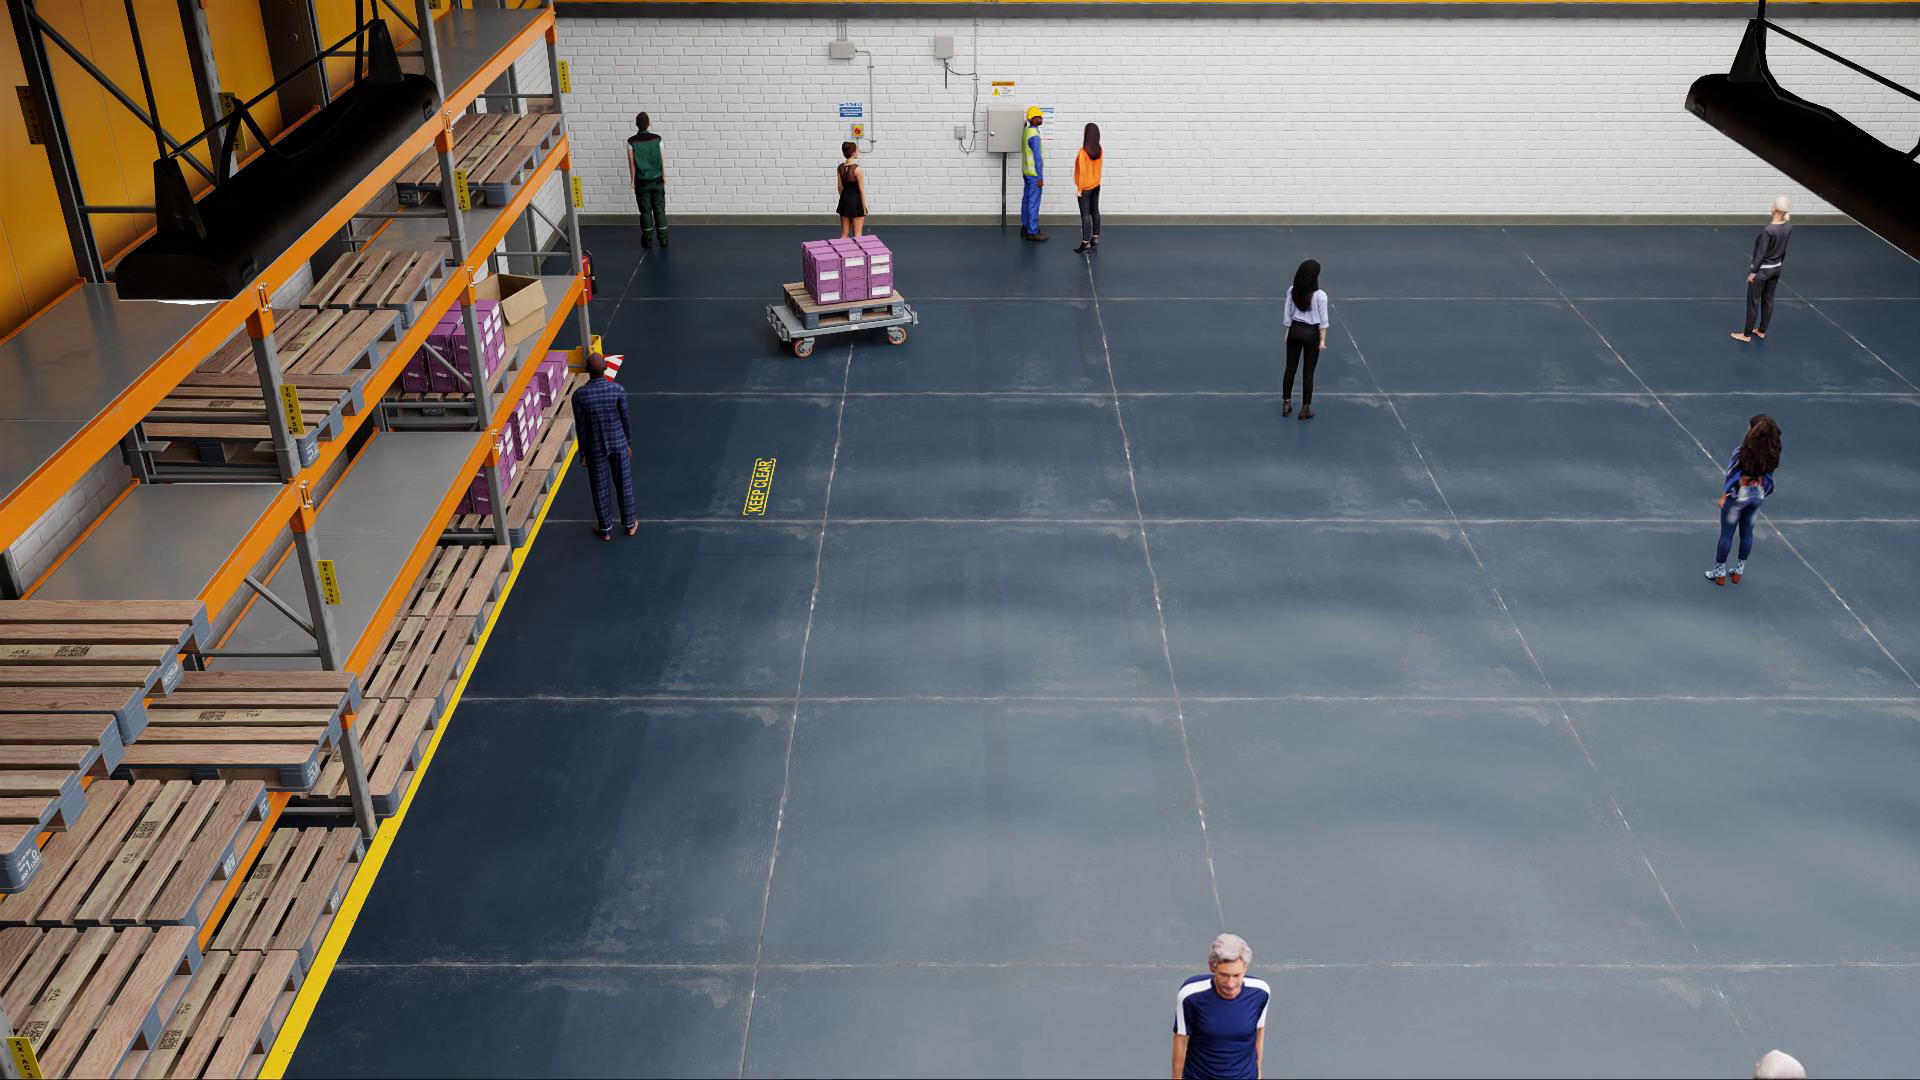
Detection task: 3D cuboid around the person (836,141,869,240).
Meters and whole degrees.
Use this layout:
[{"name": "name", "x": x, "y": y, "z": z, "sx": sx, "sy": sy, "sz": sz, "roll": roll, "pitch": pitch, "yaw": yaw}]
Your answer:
[{"name": "person", "x": -1.419, "y": -4.382, "z": 21.722, "sx": 0.681, "sy": 1.675, "sz": 0.718, "roll": 18, "pitch": 33, "yaw": 30}]

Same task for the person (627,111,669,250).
[{"name": "person", "x": -4.200, "y": -4.862, "z": 22.427, "sx": 0.711, "sy": 1.843, "sz": 0.697, "roll": -9, "pitch": 30, "yaw": -16}]

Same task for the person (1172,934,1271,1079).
[{"name": "person", "x": 1.318, "y": 2.730, "z": 8.515, "sx": 0.663, "sy": 1.838, "sz": 0.585, "roll": -4, "pitch": 29, "yaw": -7}]

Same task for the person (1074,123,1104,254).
[{"name": "person", "x": 1.729, "y": -4.720, "z": 22.266, "sx": 0.766, "sy": 1.748, "sz": 0.691, "roll": 22, "pitch": 35, "yaw": 34}]

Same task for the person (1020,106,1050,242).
[{"name": "person", "x": 1.000, "y": -5.031, "z": 22.768, "sx": 0.778, "sy": 1.812, "sz": 0.601, "roll": -7, "pitch": 29, "yaw": -12}]

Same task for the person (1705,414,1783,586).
[{"name": "person", "x": 6.794, "y": -0.362, "z": 14.414, "sx": 0.626, "sy": 1.616, "sz": 0.577, "roll": -3, "pitch": 29, "yaw": -6}]

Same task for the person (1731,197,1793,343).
[{"name": "person", "x": 9.446, "y": -3.182, "z": 19.468, "sx": 0.675, "sy": 1.727, "sz": 0.667, "roll": -13, "pitch": 31, "yaw": -22}]

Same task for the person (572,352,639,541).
[{"name": "person", "x": -3.214, "y": -0.861, "z": 15.115, "sx": 0.742, "sy": 1.820, "sz": 0.731, "roll": -10, "pitch": 30, "yaw": -18}]

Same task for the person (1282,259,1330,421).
[{"name": "person", "x": 3.612, "y": -2.116, "z": 17.496, "sx": 0.732, "sy": 1.744, "sz": 0.751, "roll": 18, "pitch": 34, "yaw": 30}]
